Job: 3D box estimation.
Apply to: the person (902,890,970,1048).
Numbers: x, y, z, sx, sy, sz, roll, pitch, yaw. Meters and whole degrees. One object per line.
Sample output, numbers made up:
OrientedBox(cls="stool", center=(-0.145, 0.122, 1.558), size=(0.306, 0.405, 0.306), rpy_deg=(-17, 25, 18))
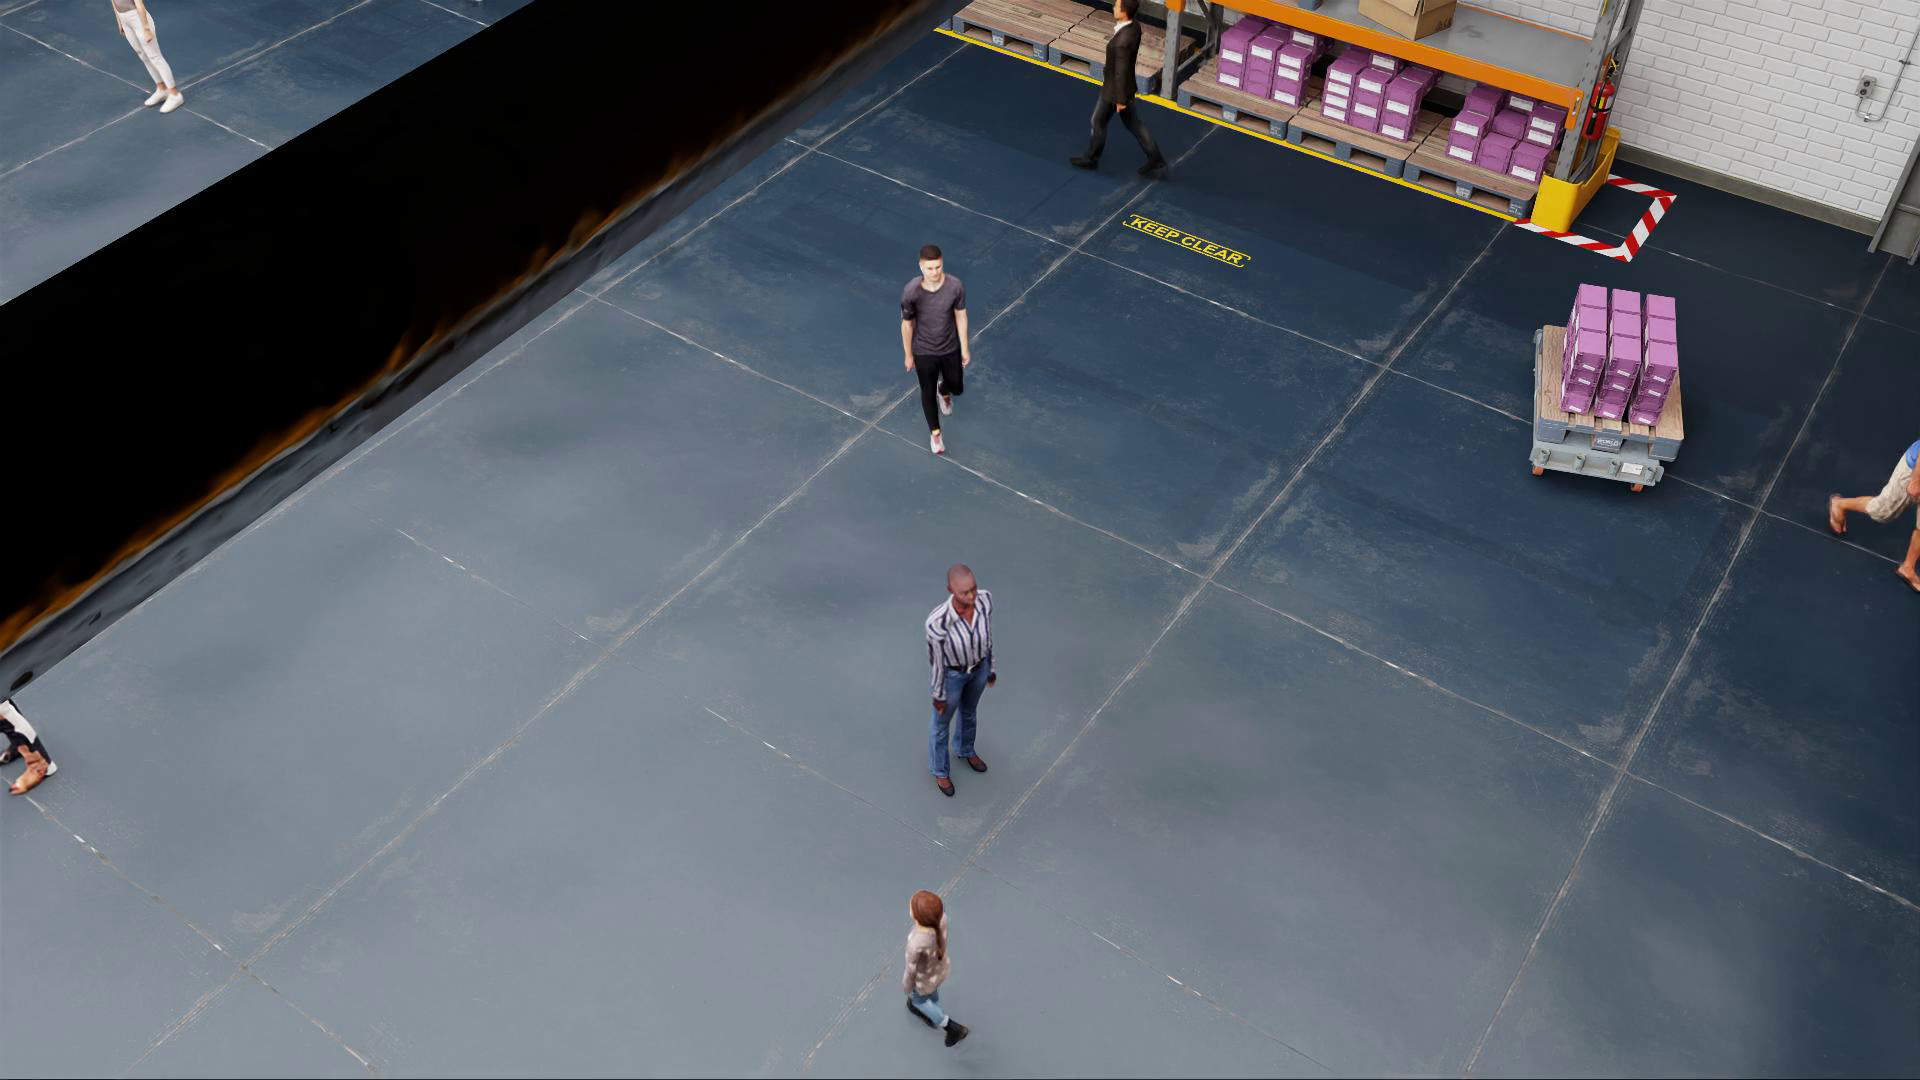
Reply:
OrientedBox(cls="person", center=(-0.137, 2.302, 8.849), size=(0.658, 1.184, 0.482), rpy_deg=(26, 49, 24))

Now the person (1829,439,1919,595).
OrientedBox(cls="person", center=(6.545, -0.540, 11.358), size=(1.089, 1.839, 1.203), rpy_deg=(-11, 45, -11))

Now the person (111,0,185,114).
OrientedBox(cls="person", center=(-7.983, -5.019, 16.147), size=(0.463, 1.718, 0.655), rpy_deg=(22, 48, 21))

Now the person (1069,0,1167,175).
OrientedBox(cls="person", center=(1.550, -4.109, 15.157), size=(1.232, 1.766, 0.879), rpy_deg=(15, 46, 15))

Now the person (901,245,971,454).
OrientedBox(cls="person", center=(-0.180, -1.485, 12.411), size=(0.926, 1.754, 0.984), rpy_deg=(-6, 44, -6))

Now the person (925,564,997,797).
OrientedBox(cls="person", center=(-0.008, 0.811, 9.971), size=(0.681, 1.795, 0.629), rpy_deg=(-29, 51, -27))
